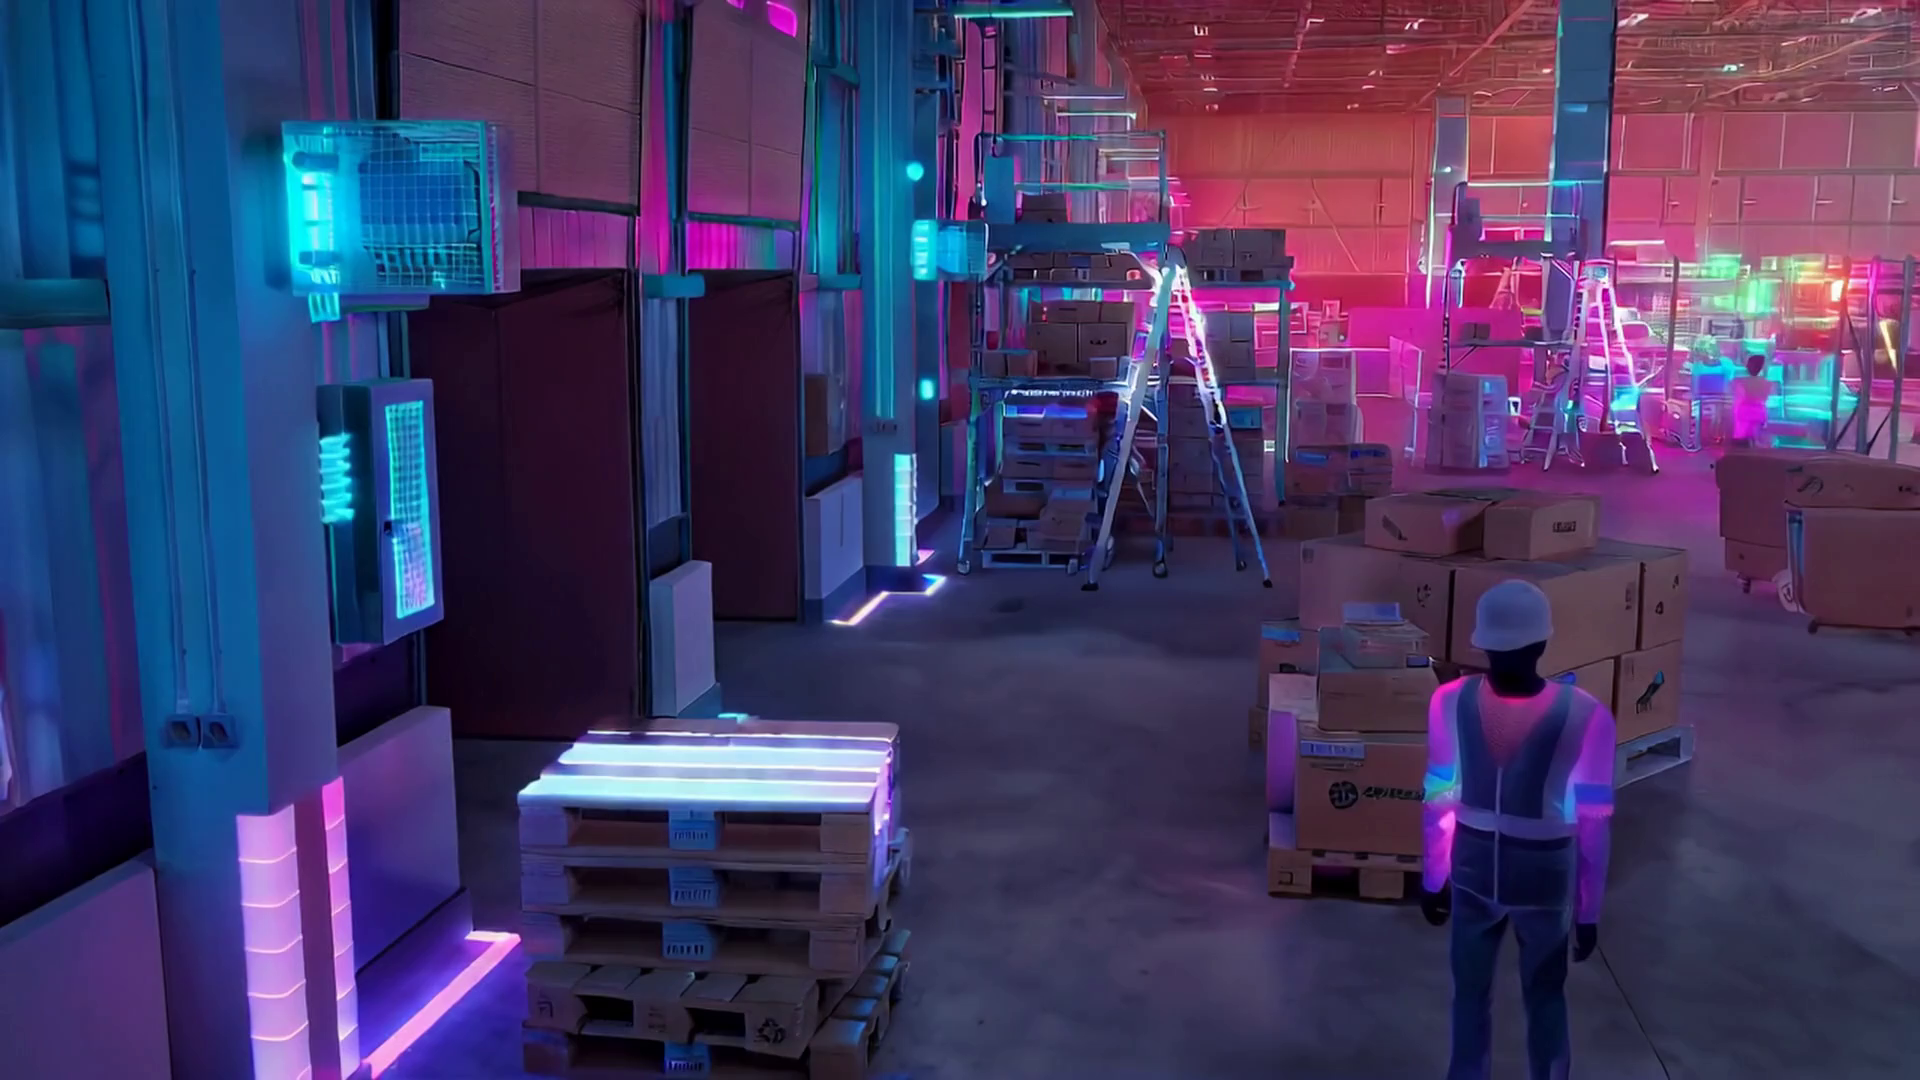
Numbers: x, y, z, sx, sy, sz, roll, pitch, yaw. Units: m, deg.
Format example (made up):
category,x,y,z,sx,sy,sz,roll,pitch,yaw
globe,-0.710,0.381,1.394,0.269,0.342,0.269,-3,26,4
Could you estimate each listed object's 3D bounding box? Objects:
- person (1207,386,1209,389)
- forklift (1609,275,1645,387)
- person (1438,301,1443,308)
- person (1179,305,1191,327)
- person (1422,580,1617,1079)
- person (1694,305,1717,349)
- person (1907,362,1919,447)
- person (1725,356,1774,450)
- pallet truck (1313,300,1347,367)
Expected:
category,x,y,z,sx,sy,sz,roll,pitch,yaw
person,5.148,-3.653,35.142,0.319,1.631,0.525,-5,11,-30
forklift,15.500,-4.939,39.229,1.873,2.768,1.129,6,11,33
person,14.654,-6.319,50.678,0.658,1.924,0.446,-5,11,-30
person,6.130,-5.361,44.764,0.544,1.930,0.389,-6,11,-34
person,1.703,1.063,5.176,0.588,1.918,0.399,7,12,38
person,19.372,-5.125,43.270,0.543,1.940,0.361,0,9,-3
person,15.601,-2.360,26.861,0.344,1.735,0.483,9,13,44
person,10.809,-1.680,22.824,0.553,1.676,0.624,1,9,8
pallet truck,11.159,-6.200,49.718,0.823,1.965,1.885,4,10,26
